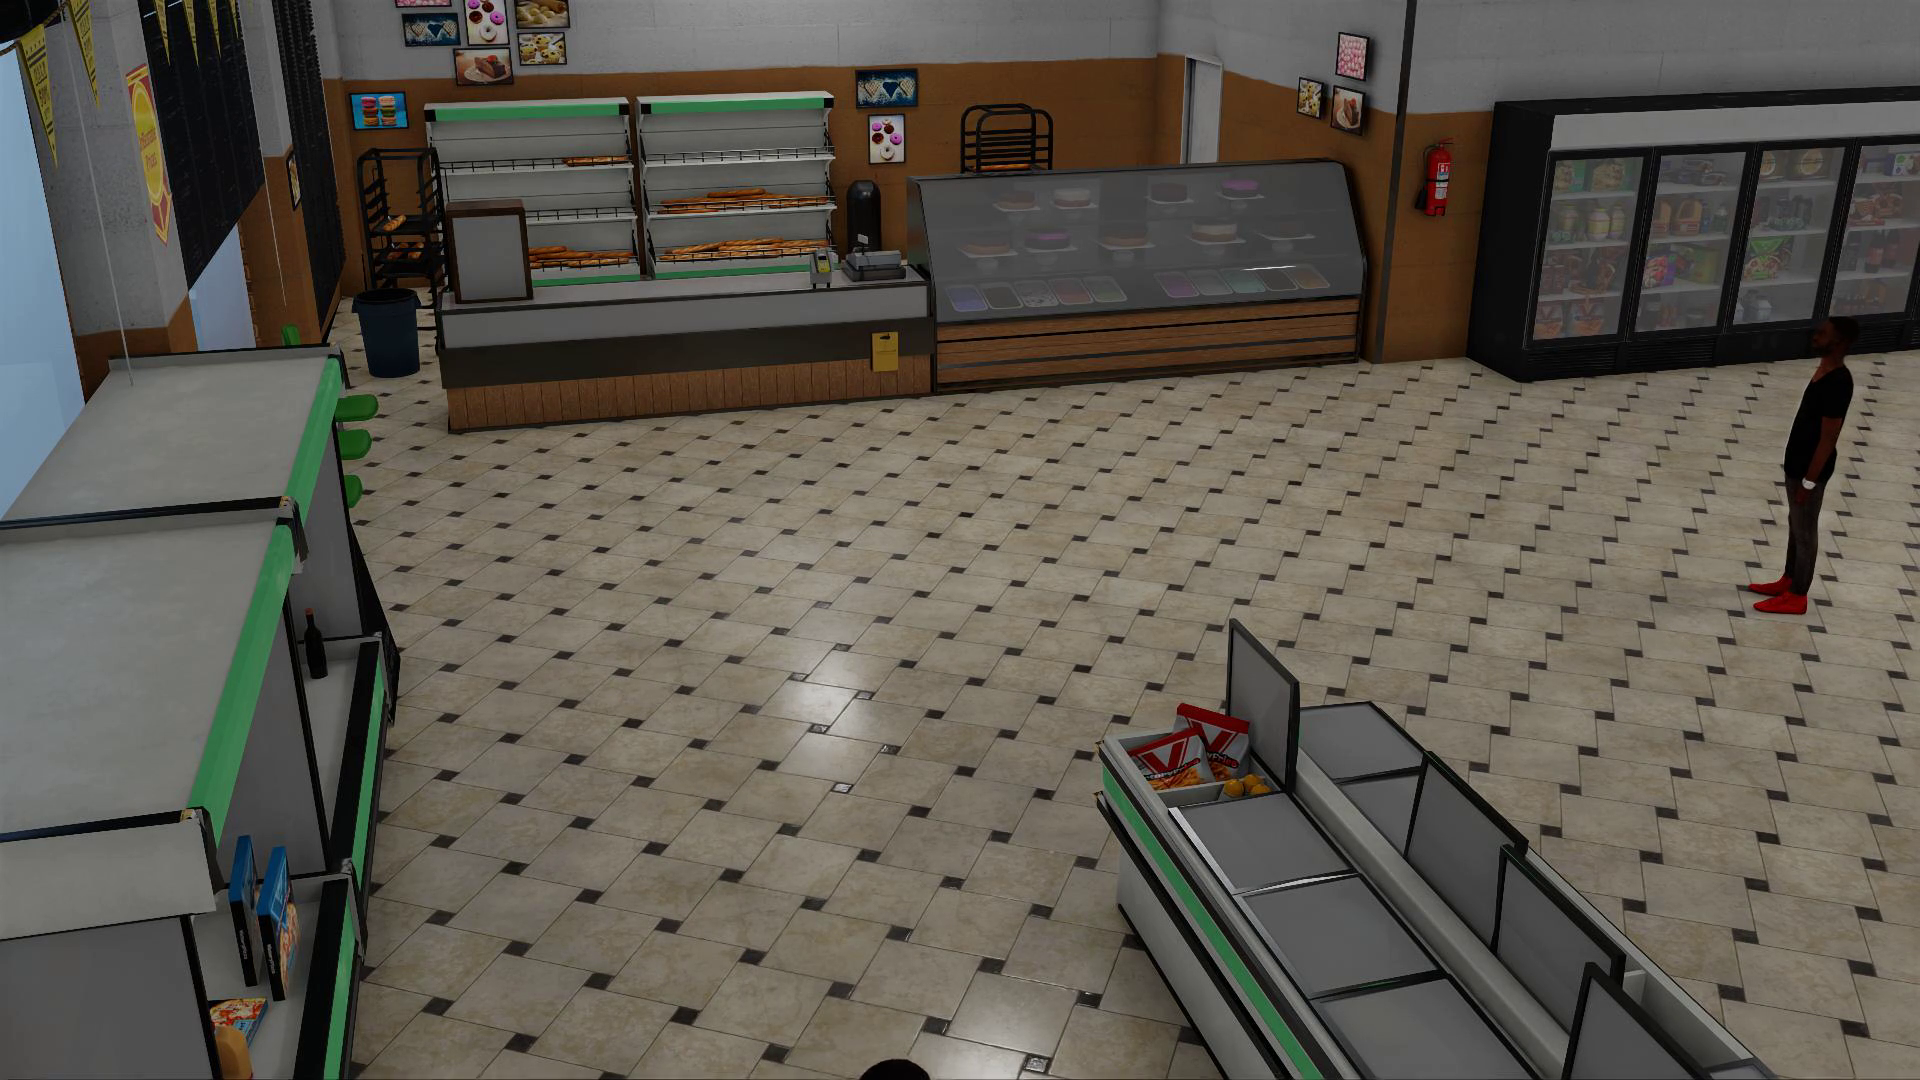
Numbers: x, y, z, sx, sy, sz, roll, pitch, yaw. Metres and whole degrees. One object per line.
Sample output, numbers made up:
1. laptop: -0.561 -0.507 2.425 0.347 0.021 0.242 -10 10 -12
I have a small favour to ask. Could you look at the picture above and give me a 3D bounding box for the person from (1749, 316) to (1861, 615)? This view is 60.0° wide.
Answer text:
1. person: 5.047 -0.434 9.855 0.776 1.784 0.664 7 23 17
